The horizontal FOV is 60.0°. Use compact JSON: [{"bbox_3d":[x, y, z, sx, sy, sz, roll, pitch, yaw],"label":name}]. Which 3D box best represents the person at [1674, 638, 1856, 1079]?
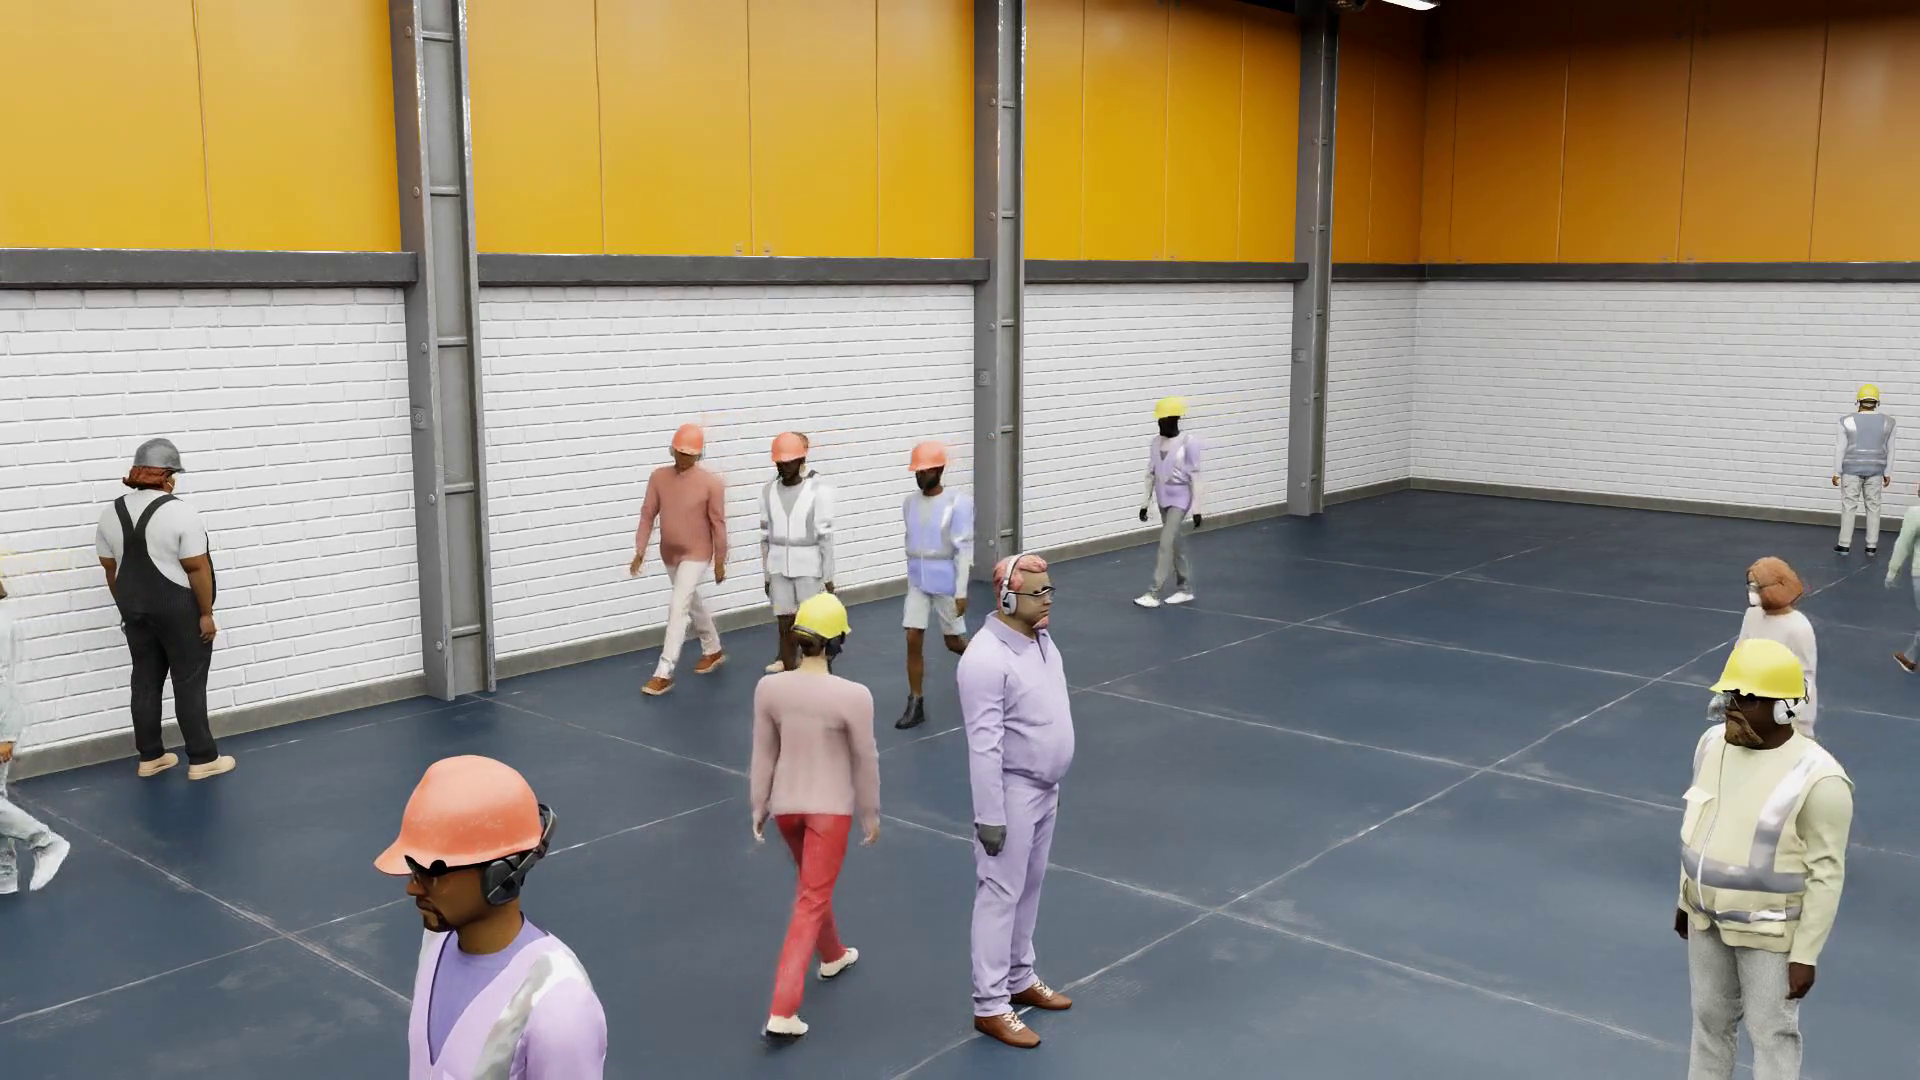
[{"bbox_3d":[2.533,1.216,5.375,0.403,1.833,0.589,-3,10,-20],"label":"person"}]

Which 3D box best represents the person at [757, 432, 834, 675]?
[{"bbox_3d":[-1.115,0.194,11.523,0.564,1.919,0.616,2,9,14],"label":"person"}]

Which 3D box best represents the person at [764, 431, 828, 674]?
[{"bbox_3d":[-1.203,0.110,12.293,0.505,1.842,0.349,6,11,34],"label":"person"}]

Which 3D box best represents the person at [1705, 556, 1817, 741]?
[{"bbox_3d":[3.945,0.874,8.257,0.762,1.595,0.510,0,9,0],"label":"person"}]

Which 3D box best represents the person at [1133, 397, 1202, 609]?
[{"bbox_3d":[1.800,-0.325,14.861,0.892,1.889,0.610,-5,10,-30],"label":"person"}]

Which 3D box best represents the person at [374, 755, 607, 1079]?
[{"bbox_3d":[-0.949,1.429,3.376,0.370,2.044,0.608,-9,13,-44],"label":"person"}]

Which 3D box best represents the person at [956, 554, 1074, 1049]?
[{"bbox_3d":[0.243,0.995,6.528,0.409,1.906,0.651,4,10,24],"label":"person"}]

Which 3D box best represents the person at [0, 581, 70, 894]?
[{"bbox_3d":[-4.557,0.881,7.832,0.405,1.721,0.527,-9,13,-44],"label":"person"}]

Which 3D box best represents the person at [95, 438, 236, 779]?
[{"bbox_3d":[-4.684,0.396,9.872,0.676,2.000,0.536,2,9,13],"label":"person"}]

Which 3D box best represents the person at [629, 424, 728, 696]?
[{"bbox_3d":[-1.989,0.101,12.093,0.624,1.928,1.058,5,10,28],"label":"person"}]

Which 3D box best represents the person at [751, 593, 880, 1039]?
[{"bbox_3d":[-0.591,1.072,6.662,0.526,1.718,0.936,4,10,25],"label":"person"}]

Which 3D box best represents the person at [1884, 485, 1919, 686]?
[{"bbox_3d":[7.036,0.258,12.130,0.520,1.591,0.847,-1,9,-5],"label":"person"}]

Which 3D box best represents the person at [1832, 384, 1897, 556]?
[{"bbox_3d":[9.581,-0.741,17.662,0.590,1.833,0.403,2,9,12],"label":"person"}]

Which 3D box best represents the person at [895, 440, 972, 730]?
[{"bbox_3d":[-0.125,0.264,11.141,0.545,1.902,0.869,5,10,30],"label":"person"}]
